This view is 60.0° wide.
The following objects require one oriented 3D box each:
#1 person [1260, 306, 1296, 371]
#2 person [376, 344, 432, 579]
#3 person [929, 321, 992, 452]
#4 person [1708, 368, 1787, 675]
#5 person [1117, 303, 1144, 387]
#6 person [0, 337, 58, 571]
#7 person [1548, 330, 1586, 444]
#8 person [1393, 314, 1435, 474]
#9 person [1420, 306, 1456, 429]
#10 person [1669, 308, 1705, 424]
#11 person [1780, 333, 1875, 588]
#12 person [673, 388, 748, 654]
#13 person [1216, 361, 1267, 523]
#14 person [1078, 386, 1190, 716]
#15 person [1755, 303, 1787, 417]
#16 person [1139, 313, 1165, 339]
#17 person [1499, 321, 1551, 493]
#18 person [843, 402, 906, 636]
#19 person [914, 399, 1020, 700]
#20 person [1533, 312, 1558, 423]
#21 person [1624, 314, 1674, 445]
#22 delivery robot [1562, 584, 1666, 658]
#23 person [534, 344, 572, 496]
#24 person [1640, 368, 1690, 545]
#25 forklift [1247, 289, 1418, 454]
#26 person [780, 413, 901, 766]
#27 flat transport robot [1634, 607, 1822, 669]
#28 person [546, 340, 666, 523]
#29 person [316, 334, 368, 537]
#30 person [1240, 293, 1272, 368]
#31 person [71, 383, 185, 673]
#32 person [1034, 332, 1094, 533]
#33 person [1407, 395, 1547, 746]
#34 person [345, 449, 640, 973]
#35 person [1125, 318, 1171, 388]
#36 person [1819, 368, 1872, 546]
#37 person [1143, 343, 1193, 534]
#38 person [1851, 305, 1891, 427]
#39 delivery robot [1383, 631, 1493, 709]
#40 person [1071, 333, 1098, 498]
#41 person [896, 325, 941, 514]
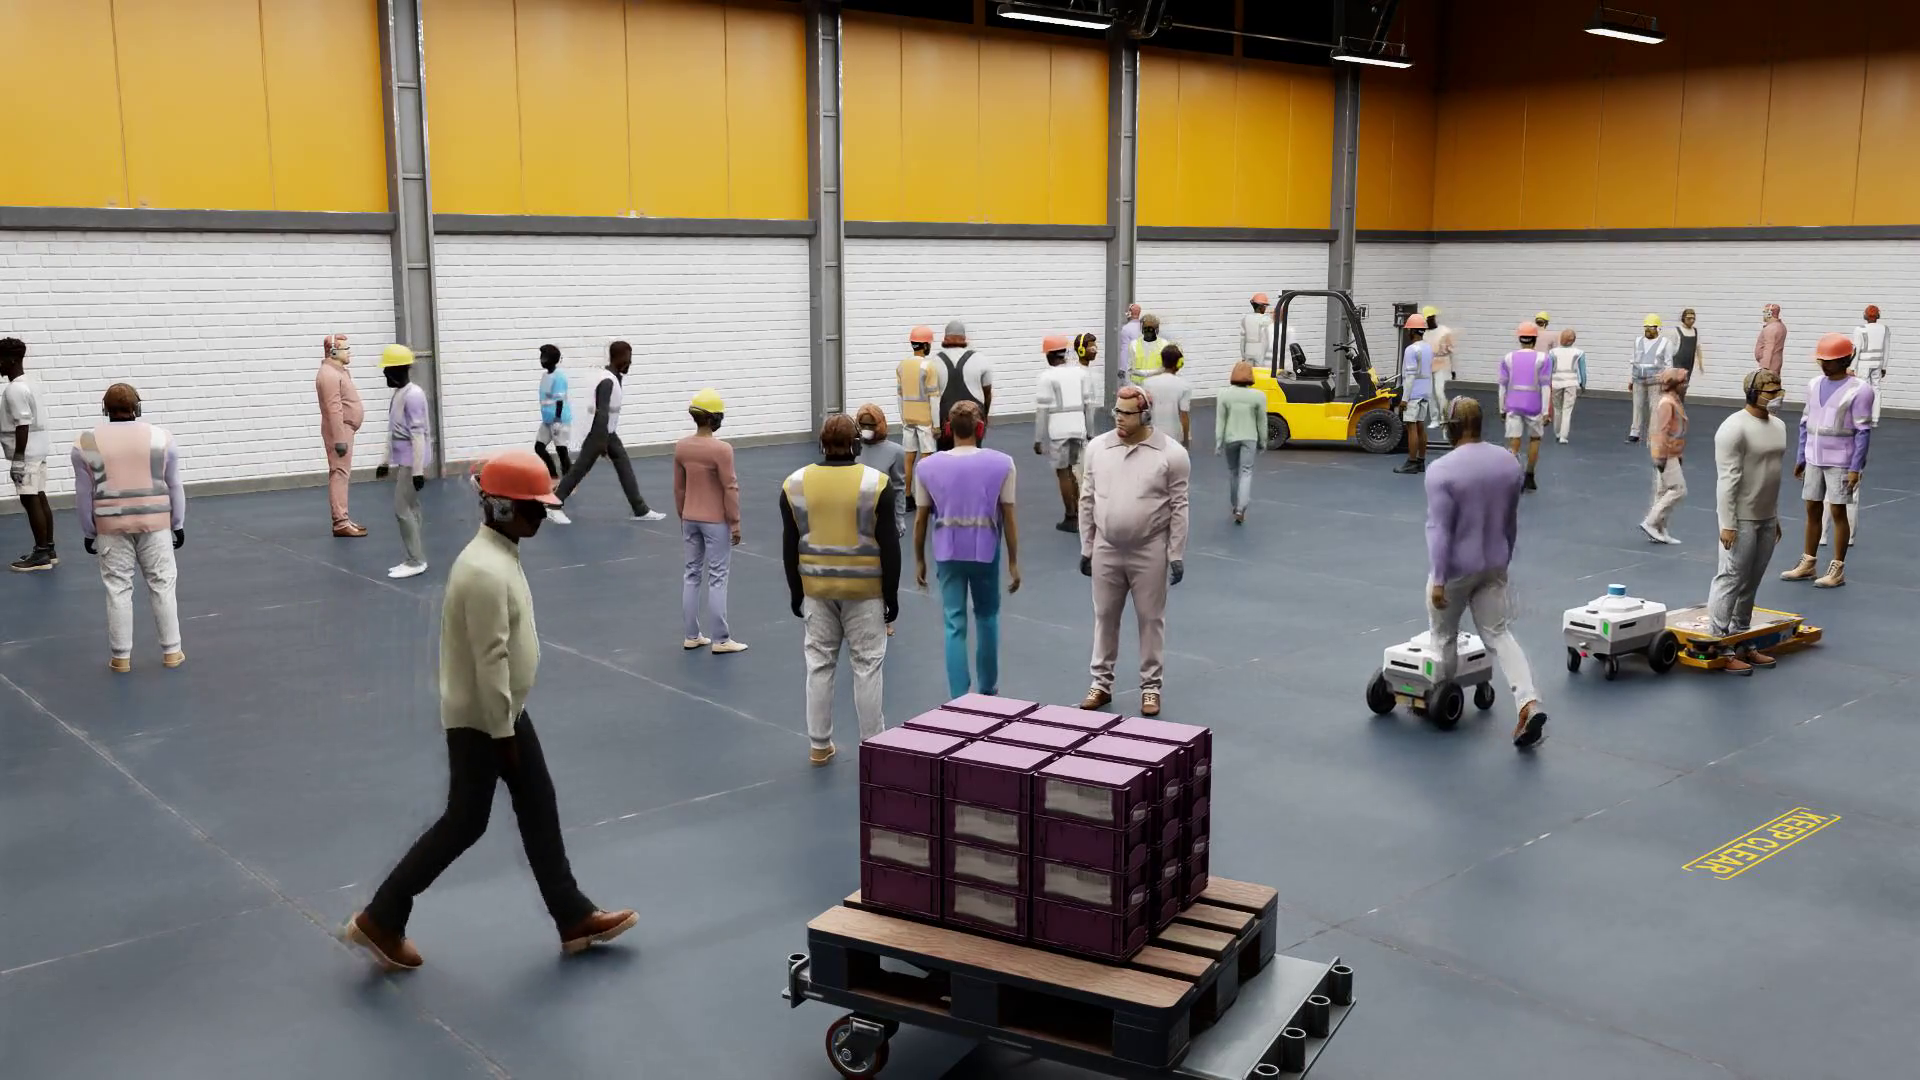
[{"bbox_3d":[5.012,-2.784,26.361,0.582,1.860,0.696,4,10,22],"label":"person"},{"bbox_3d":[-4.580,-0.656,13.729,0.416,1.920,0.616,-5,11,-25],"label":"person"},{"bbox_3d":[-0.016,-1.319,17.260,0.696,2.000,0.939,1,10,4],"label":"person"},{"bbox_3d":[5.018,-0.124,10.568,0.631,1.939,0.370,-7,12,-36],"label":"person"},{"bbox_3d":[2.661,-2.677,25.602,0.636,1.911,0.404,-9,13,-42],"label":"person"},{"bbox_3d":[-7.877,-0.725,14.003,0.366,1.962,0.614,-3,10,-16],"label":"person"},{"bbox_3d":[8.605,-2.178,23.605,0.529,1.590,0.841,6,11,32],"label":"person"},{"bbox_3d":[5.511,-1.770,20.203,0.357,1.938,0.546,8,13,41],"label":"person"},{"bbox_3d":[7.205,-2.620,25.337,0.603,1.879,0.561,8,12,37],"label":"person"},{"bbox_3d":[11.372,-2.704,26.035,0.502,1.820,0.652,-3,10,-16],"label":"person"},{"bbox_3d":[6.917,-0.632,13.265,0.395,2.033,0.605,-4,10,-21],"label":"person"},{"bbox_3d":[-1.663,-0.123,11.070,0.533,1.766,0.316,7,12,34],"label":"person"},{"bbox_3d":[2.798,-0.985,16.579,0.503,1.605,0.790,3,10,16],"label":"person"},{"bbox_3d":[0.981,0.064,9.574,0.641,1.904,0.401,4,10,21],"label":"person"},{"bbox_3d":[12.482,-2.693,25.697,0.402,1.911,0.638,9,13,41],"label":"person"},{"bbox_3d":[2.680,-2.139,22.598,1.059,1.877,0.690,6,11,31],"label":"person"},{"bbox_3d":[6.303,-1.476,18.527,0.579,1.918,0.609,6,11,31],"label":"person"},{"bbox_3d":[-0.623,-0.141,11.553,0.498,1.633,0.287,0,10,-2],"label":"person"},{"bbox_3d":[0.045,0.096,9.611,0.606,1.813,0.854,0,10,2],"label":"person"},{"bbox_3d":[9.168,-2.724,26.315,0.525,1.759,0.337,3,10,16],"label":"person"},{"bbox_3d":[9.635,-2.244,23.282,0.403,1.834,0.588,-9,13,-43],"label":"person"},{"bbox_3d":[4.146,0.525,10.535,0.707,0.478,0.477,-7,12,-36],"label":"delivery robot"},{"bbox_3d":[-4.463,-1.293,18.147,0.428,1.679,0.549,-7,12,-36],"label":"person"},{"bbox_3d":[6.478,-0.756,15.154,0.372,1.623,0.539,5,11,27],"label":"person"},{"bbox_3d":[5.034,-2.339,22.783,2.313,2.155,1.214,3,10,16],"label":"forklift"},{"bbox_3d":[-0.597,0.264,8.581,0.622,1.843,0.429,2,10,12],"label":"person"},{"bbox_3d":[5.081,0.615,11.114,1.431,0.197,0.652,-7,12,-36],"label":"flat transport robot"},{"bbox_3d":[-3.577,-1.065,16.468,1.169,1.822,0.613,0,10,-3],"label":"person"},{"bbox_3d":[-5.831,-0.985,15.698,0.410,1.908,0.642,-3,10,-19],"label":"person"},{"bbox_3d":[4.853,-3.001,27.122,0.394,2.037,0.605,-9,13,-43],"label":"person"},{"bbox_3d":[-5.262,-0.078,10.581,0.626,1.844,0.429,-5,11,-27],"label":"person"},{"bbox_3d":[0.981,-1.027,15.939,0.574,1.905,0.528,-7,12,-34],"label":"person"},{"bbox_3d":[2.832,0.163,9.072,0.652,1.896,0.980,-4,10,-21],"label":"person"},{"bbox_3d":[-1.780,0.635,6.145,1.005,1.952,0.648,-1,10,-7],"label":"person"},{"bbox_3d":[2.438,-1.950,21.546,0.627,1.843,0.429,3,10,16],"label":"person"},{"bbox_3d":[7.989,-0.752,15.118,0.513,1.639,0.311,1,10,8],"label":"person"},{"bbox_3d":[1.877,-0.901,15.397,0.526,1.843,0.724,4,11,23],"label":"person"},{"bbox_3d":[14.006,-2.670,25.635,0.575,1.883,0.359,0,10,-2],"label":"person"},{"bbox_3d":[2.754,0.692,9.559,0.707,0.478,0.477,-9,13,-41],"label":"delivery robot"},{"bbox_3d":[1.250,-1.141,16.721,0.329,1.872,0.507,2,10,13],"label":"person"},{"bbox_3d":[-0.398,-1.233,17.062,0.547,1.938,0.359,8,13,41],"label":"person"}]
